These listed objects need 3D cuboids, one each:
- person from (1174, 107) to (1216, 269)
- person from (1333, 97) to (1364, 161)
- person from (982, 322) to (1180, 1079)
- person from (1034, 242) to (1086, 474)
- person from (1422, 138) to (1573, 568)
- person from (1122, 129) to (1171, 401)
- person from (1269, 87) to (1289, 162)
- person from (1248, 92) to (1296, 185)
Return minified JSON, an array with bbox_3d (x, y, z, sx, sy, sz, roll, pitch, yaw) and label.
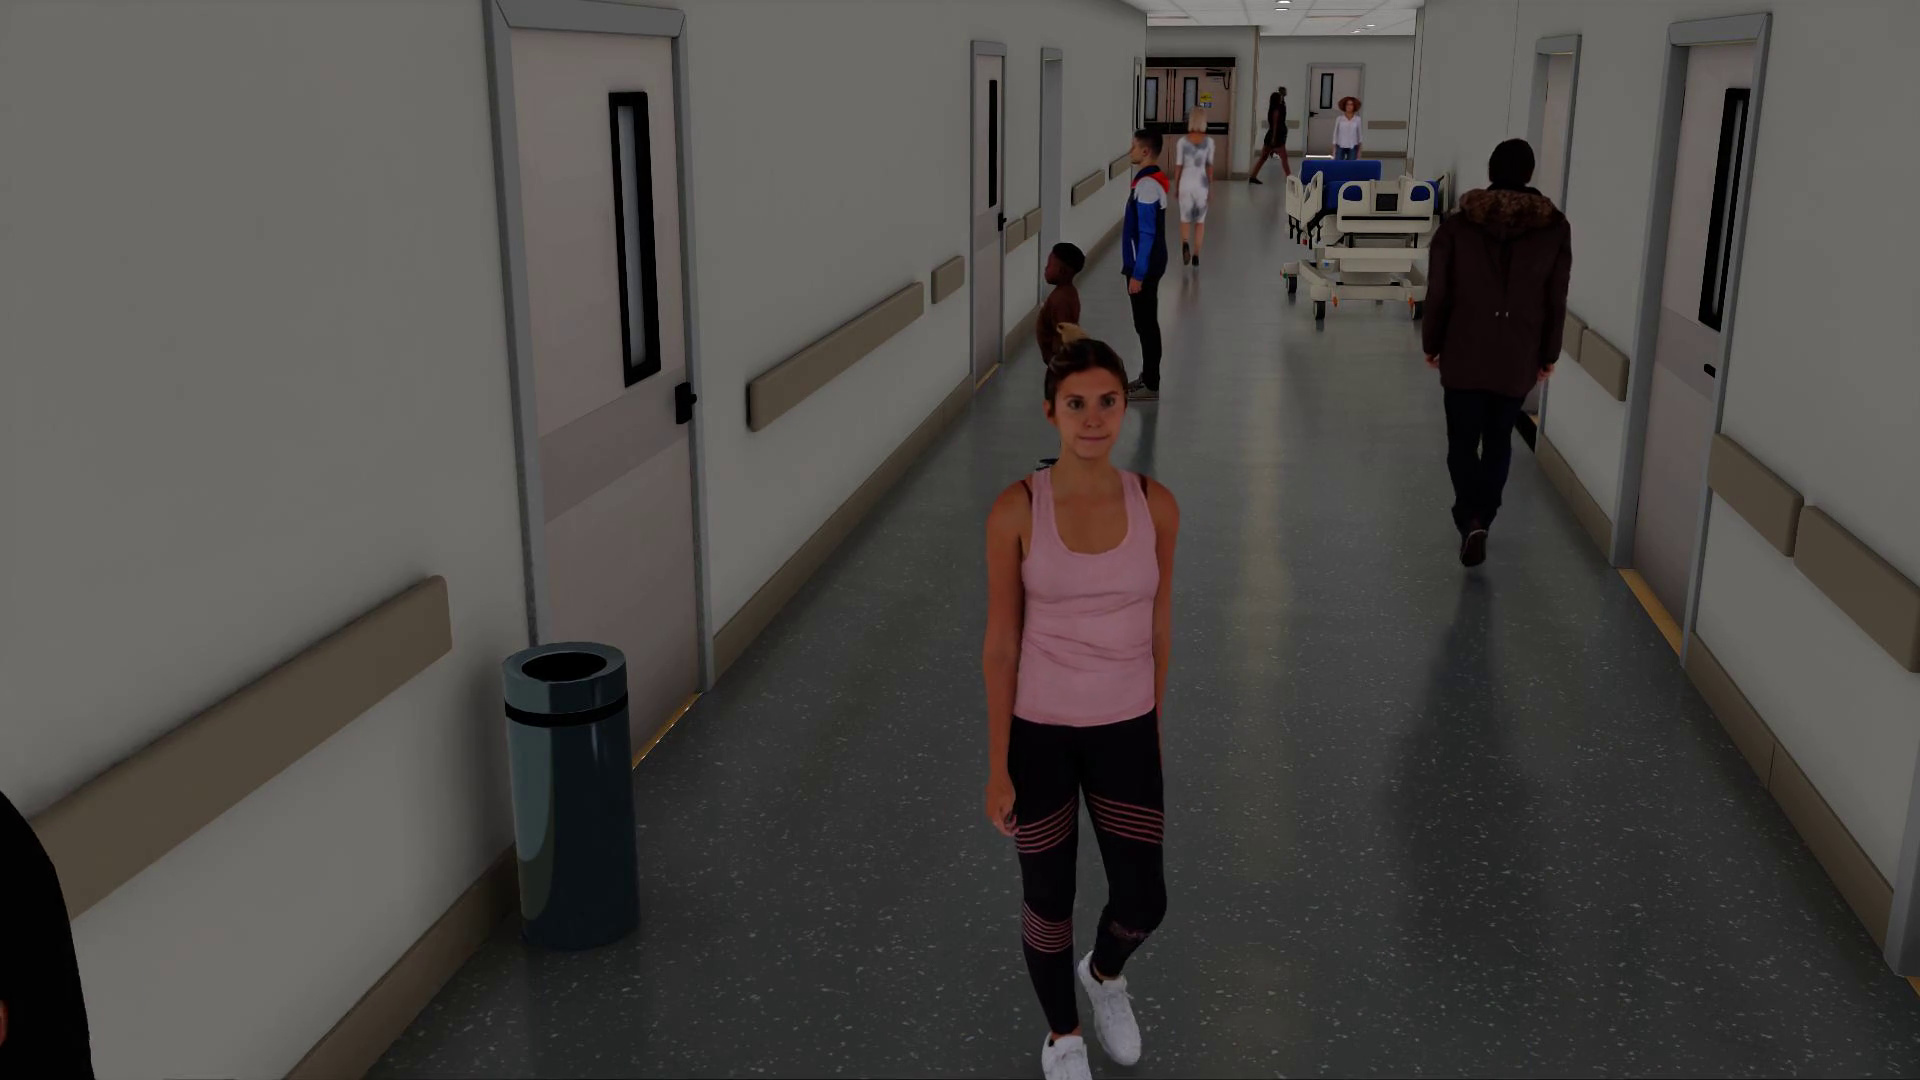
[{"bbox_3d":[2.548,-3.805,18.107,0.939,1.729,0.657,2,16,8],"label":"person"},{"bbox_3d":[6.611,-6.684,28.366,0.624,1.705,0.732,4,16,14],"label":"person"},{"bbox_3d":[0.227,0.374,3.460,0.631,1.633,0.696,-2,16,-7],"label":"person"},{"bbox_3d":[0.554,-0.961,8.895,0.467,1.254,0.517,3,16,11],"label":"person"},{"bbox_3d":[2.303,-0.780,7.213,1.043,1.819,0.796,3,16,10],"label":"person"},{"bbox_3d":[1.230,-1.819,11.013,0.527,1.756,0.632,3,16,11],"label":"person"},{"bbox_3d":[7.621,-10.070,40.299,0.742,1.746,0.742,-2,16,-8],"label":"person"},{"bbox_3d":[5.795,-7.474,31.198,1.238,1.688,0.770,-1,16,-2],"label":"person"}]
